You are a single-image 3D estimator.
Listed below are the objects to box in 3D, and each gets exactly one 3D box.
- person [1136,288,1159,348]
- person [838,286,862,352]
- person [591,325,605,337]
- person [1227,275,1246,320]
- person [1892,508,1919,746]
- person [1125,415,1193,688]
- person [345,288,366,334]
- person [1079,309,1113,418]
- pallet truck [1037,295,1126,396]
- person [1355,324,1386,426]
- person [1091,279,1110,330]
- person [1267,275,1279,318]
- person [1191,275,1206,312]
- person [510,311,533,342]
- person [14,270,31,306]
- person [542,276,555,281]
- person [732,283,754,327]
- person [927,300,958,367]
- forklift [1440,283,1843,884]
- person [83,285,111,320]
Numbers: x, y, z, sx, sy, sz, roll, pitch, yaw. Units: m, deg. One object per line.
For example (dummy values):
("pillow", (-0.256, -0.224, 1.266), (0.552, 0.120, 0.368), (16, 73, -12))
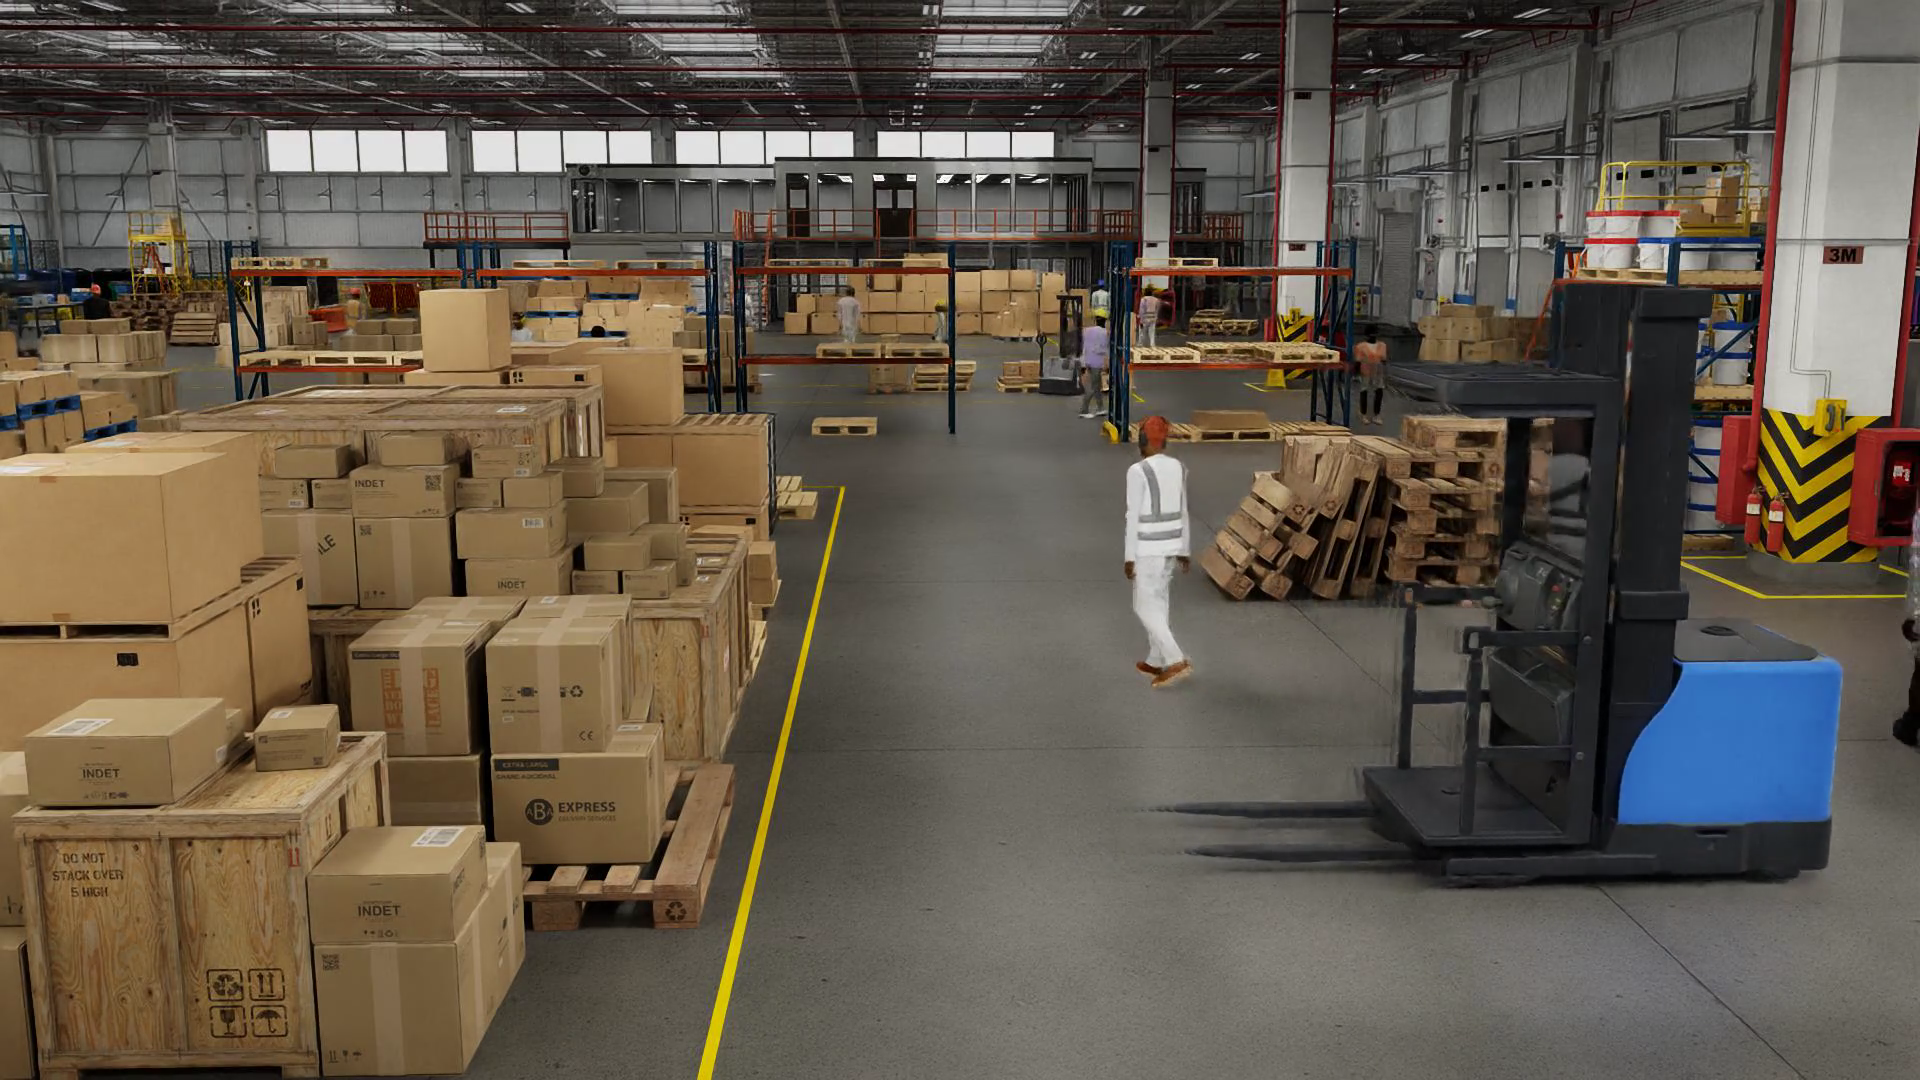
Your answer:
("person", (5.023, -5.882, 44.771), (0.646, 1.792, 0.953), (-5, 11, -24))
("person", (-2.739, -5.386, 41.654), (0.652, 1.921, 0.451), (6, 12, 30))
("person", (-4.882, -1.939, 22.504), (0.590, 1.910, 0.406), (0, 10, -2))
("person", (10.225, -8.915, 61.657), (0.657, 1.796, 0.945), (-8, 13, -37))
("person", (5.797, 0.370, 9.695), (0.565, 1.891, 0.905), (3, 11, 16))
("person", (1.416, 0.074, 11.434), (0.613, 1.860, 0.618), (-10, 14, -43))
("person", (-15.111, -5.358, 41.627), (0.541, 1.893, 1.014), (0, 10, 0))
("person", (2.434, -3.035, 28.671), (0.871, 1.872, 0.585), (-5, 12, -28))
("pallet truck", (2.483, -3.881, 33.060), (1.885, 1.965, 0.823), (-7, 13, -36))
("person", (6.800, -2.711, 27.410), (0.557, 1.673, 0.653), (-1, 10, -7))
("person", (4.075, -6.567, 48.162), (0.614, 1.945, 0.403), (-3, 11, -15))
("person", (11.876, -9.147, 62.622), (0.621, 1.910, 0.421), (0, 10, 1))
("person", (10.230, -10.748, 71.368), (0.622, 1.983, 0.412), (3, 11, 15))
("person", (-7.654, -3.102, 29.204), (0.525, 1.834, 0.875), (5, 12, 28))
("person", (-39.595, -10.578, 70.372), (0.633, 1.989, 1.017), (-4, 11, -22))
("person", (-16.956, -10.184, 68.580), (0.587, 1.851, 0.890), (-7, 12, -33))
("person", (-6.173, -6.398, 47.470), (0.655, 1.871, 1.035), (1, 10, 8))
("person", (-0.452, -4.727, 38.628), (0.922, 1.692, 0.483), (1, 10, 6))
("forklift", (3.202, 0.154, 8.121), (1.873, 2.768, 1.129), (0, 10, -2))
("person", (-21.412, -5.351, 41.331), (0.603, 1.977, 0.434), (-5, 11, -27))
